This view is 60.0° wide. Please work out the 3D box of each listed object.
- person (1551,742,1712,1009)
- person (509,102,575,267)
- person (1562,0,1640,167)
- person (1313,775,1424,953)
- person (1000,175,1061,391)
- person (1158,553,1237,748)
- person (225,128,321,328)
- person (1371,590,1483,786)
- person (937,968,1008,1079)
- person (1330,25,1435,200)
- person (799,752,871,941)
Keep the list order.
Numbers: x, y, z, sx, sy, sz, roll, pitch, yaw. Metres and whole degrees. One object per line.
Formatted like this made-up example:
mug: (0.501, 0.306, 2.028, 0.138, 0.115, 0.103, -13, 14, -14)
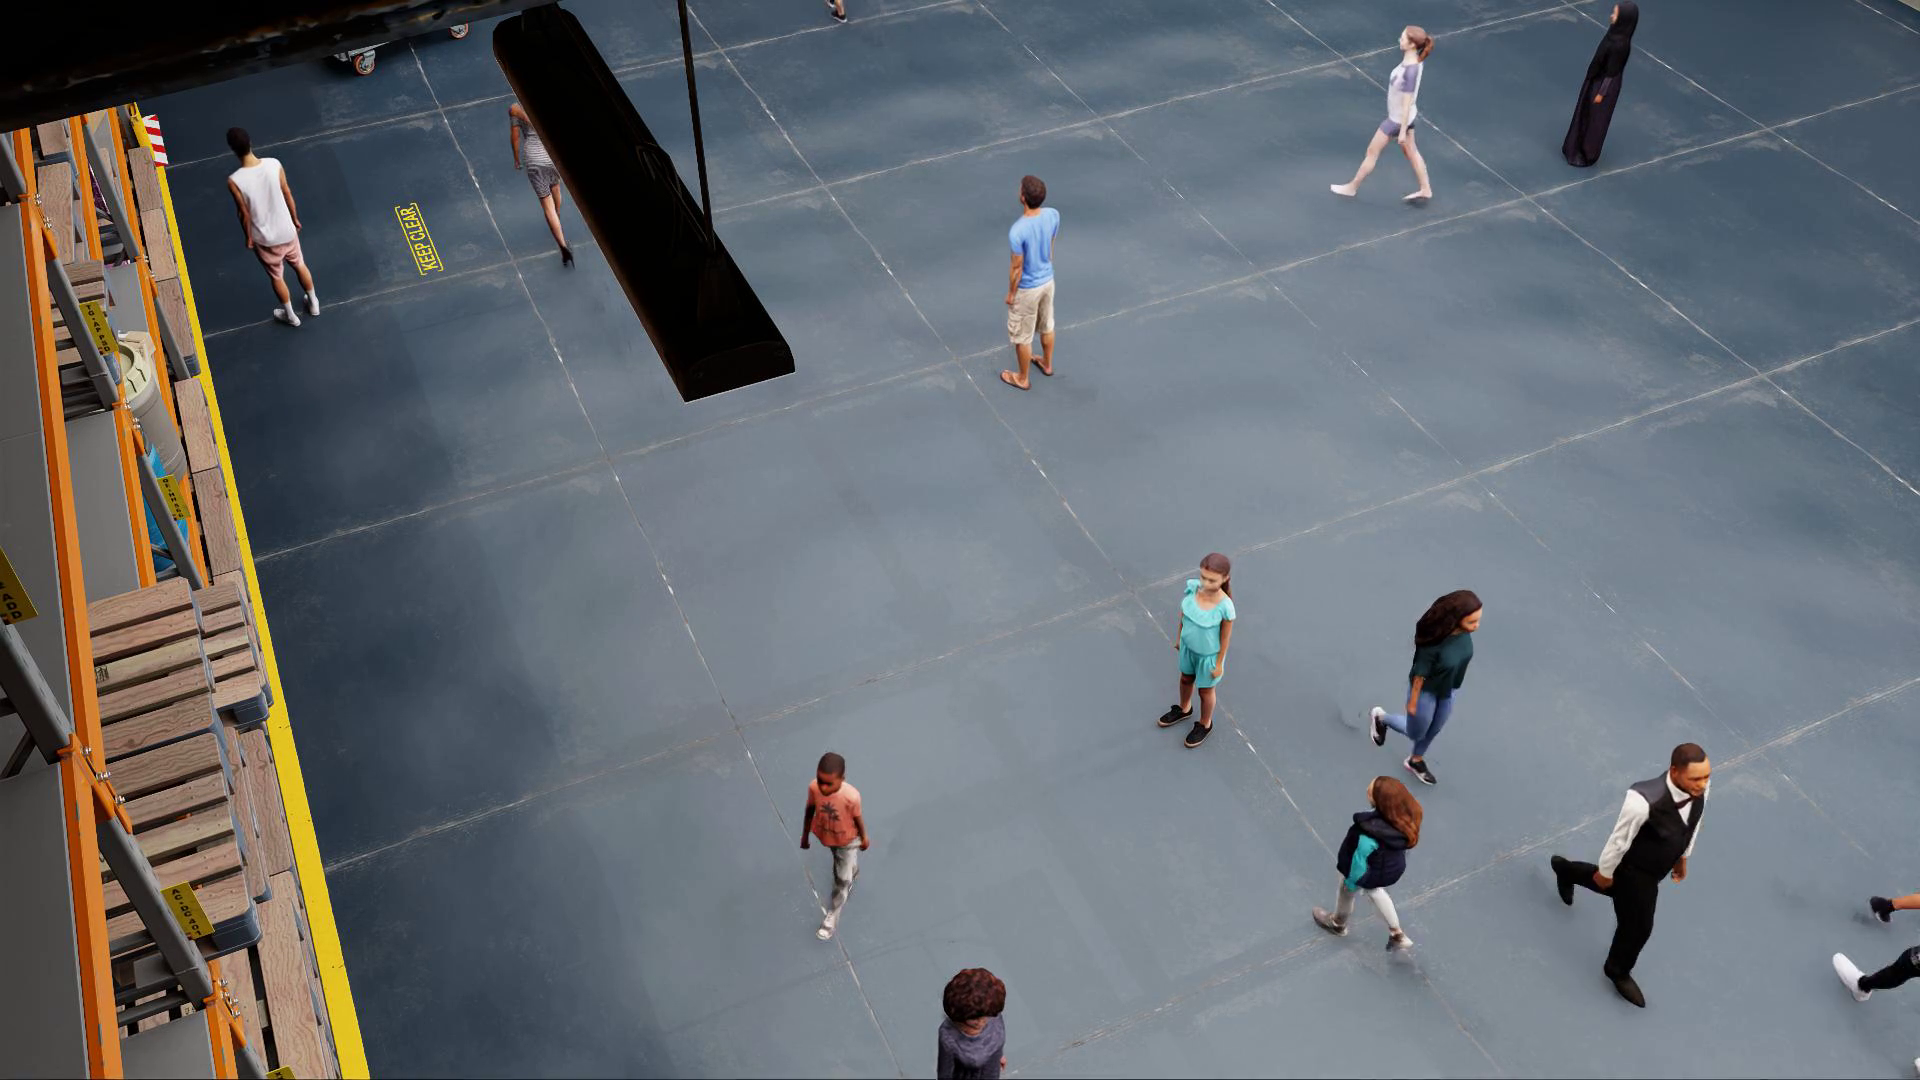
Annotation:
person: (3.712, 1.682, 9.182, 0.730, 1.892, 1.175, -21, 47, -20)
person: (-3.572, -3.180, 14.368, 0.614, 1.778, 1.039, -18, 47, -18)
person: (6.075, -4.318, 15.680, 0.767, 1.616, 0.695, 9, 44, 10)
person: (2.352, 1.830, 9.316, 0.910, 1.492, 0.734, 34, 53, 30)
person: (0.576, -2.021, 13.090, 0.718, 1.863, 0.671, -31, 52, -28)
person: (1.528, 0.677, 10.479, 0.662, 1.558, 0.547, -30, 51, -27)
person: (-5.680, -2.569, 13.724, 0.692, 1.782, 0.712, 34, 53, 31)
person: (2.855, 0.854, 10.259, 0.643, 1.605, 0.811, -25, 49, -24)
person: (0.045, 2.662, 8.286, 0.642, 1.709, 0.616, -34, 53, -31)
person: (4.071, -3.786, 15.050, 1.170, 1.714, 1.115, 14, 45, 14)
person: (-0.680, 1.638, 9.663, 0.822, 1.291, 0.847, 19, 47, 19)
